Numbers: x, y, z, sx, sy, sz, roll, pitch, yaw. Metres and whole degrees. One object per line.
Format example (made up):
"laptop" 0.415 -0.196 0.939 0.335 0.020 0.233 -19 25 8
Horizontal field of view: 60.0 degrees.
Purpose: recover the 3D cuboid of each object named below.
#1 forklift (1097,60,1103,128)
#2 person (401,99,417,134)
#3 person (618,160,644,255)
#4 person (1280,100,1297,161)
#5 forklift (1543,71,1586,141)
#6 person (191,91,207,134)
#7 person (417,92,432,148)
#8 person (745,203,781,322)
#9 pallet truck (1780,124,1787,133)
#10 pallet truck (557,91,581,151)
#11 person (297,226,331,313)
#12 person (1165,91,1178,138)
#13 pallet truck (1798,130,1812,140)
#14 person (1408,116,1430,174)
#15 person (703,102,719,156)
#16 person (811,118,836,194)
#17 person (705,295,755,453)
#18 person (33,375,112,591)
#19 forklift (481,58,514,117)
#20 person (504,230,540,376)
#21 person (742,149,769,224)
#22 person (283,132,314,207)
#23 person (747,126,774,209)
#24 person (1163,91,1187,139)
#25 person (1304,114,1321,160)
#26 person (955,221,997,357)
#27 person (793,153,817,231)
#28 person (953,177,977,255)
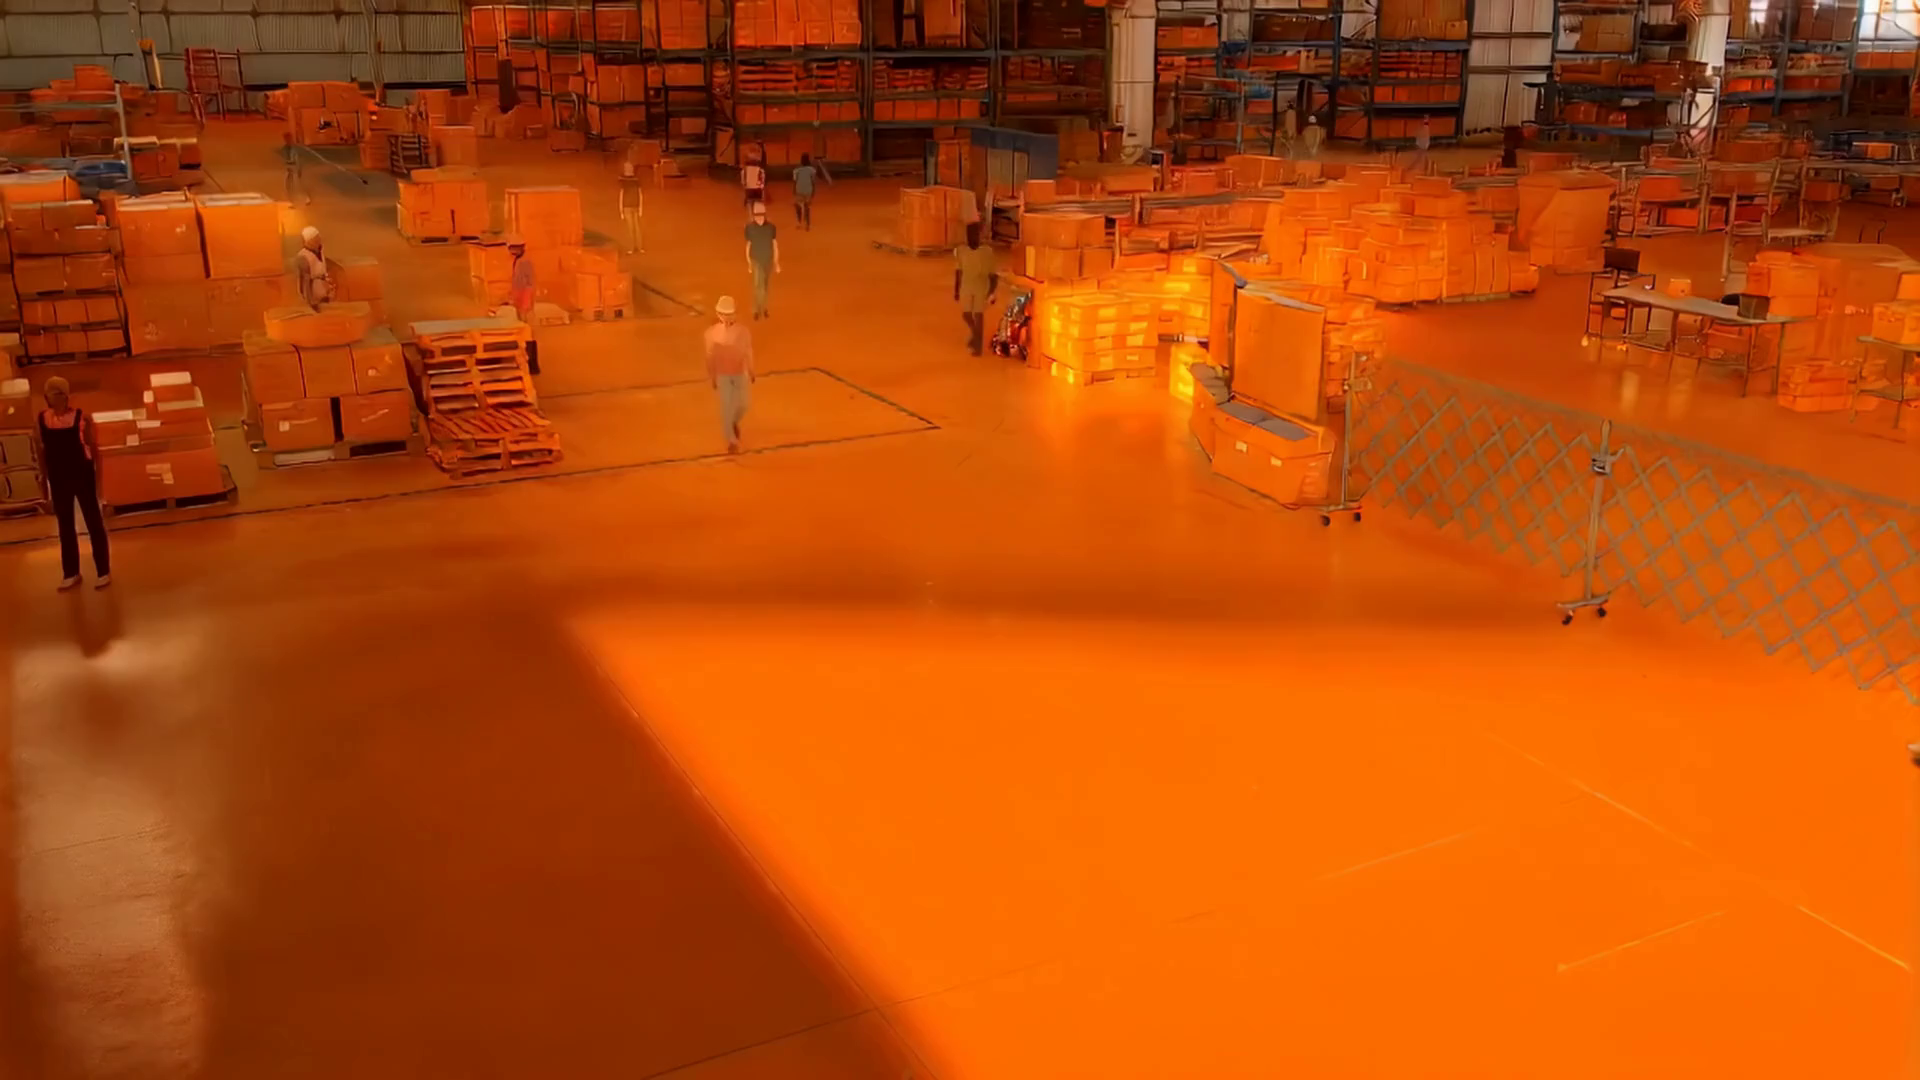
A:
"forklift" 5.787 -17.132 64.245 1.129 2.768 1.873 -10 20 -27
"person" -19.743 -14.962 59.534 0.540 1.612 0.628 -10 20 -28
"person" -6.531 -6.602 33.064 0.512 1.862 0.328 -10 20 -28
"person" 10.485 -13.103 53.248 0.550 1.906 0.665 -16 24 -41
"forklift" 18.685 -13.231 52.085 1.873 2.768 1.129 -9 20 -26
"person" -29.520 -16.579 64.534 0.540 1.623 0.433 -12 22 -34
"person" -18.793 -14.744 58.369 0.587 1.911 0.397 14 23 38
"person" -3.077 -4.343 26.070 0.544 1.828 0.924 -2 18 -8
"pallet truck" 25.206 -12.542 52.601 1.601 1.201 0.680 0 18 -2
"pallet truck" -13.495 -14.412 57.188 0.823 1.965 1.885 -3 18 -9
"person" -8.811 -3.324 22.750 0.377 1.916 0.599 0 18 2
"person" 8.009 -16.113 62.654 0.671 1.891 0.425 -8 20 -24
"pallet truck" 25.526 -11.556 49.408 1.630 1.274 0.653 -9 20 -26
"person" 13.332 -11.371 48.125 0.779 1.742 0.527 -8 20 -24
"person" -8.223 -13.599 54.990 0.955 1.809 0.628 -8 20 -24
"person" -3.769 -10.127 43.914 1.020 1.938 0.665 0 18 -1
"person" -2.562 -1.872 18.483 0.546 1.750 0.485 -8 20 -25
"person" -7.468 -0.479 13.995 0.504 1.847 0.345 -3 18 -9
"forklift" -17.753 -17.403 65.091 1.873 2.768 1.129 -9 20 -26
"person" -5.839 -3.157 22.191 0.349 1.942 0.545 -8 19 -23
"person" -4.277 -7.201 34.835 0.569 1.913 0.458 4 18 11
"person" -16.290 -9.029 40.677 0.594 1.842 0.979 8 19 23
"person" -4.866 -8.930 40.028 0.539 2.000 0.701 6 19 19
"person" 8.086 -15.880 61.785 0.626 1.986 1.056 -15 23 -39
"person" 10.205 -11.401 48.104 0.580 1.817 0.599 -11 21 -31
"person" 0.231 -3.566 23.515 0.636 1.925 0.686 7 19 21
"person" -3.420 -7.664 36.645 0.559 1.683 0.367 -7 19 -22
"person" 0.140 -6.210 32.229 0.395 1.618 0.498 -7 19 -20
